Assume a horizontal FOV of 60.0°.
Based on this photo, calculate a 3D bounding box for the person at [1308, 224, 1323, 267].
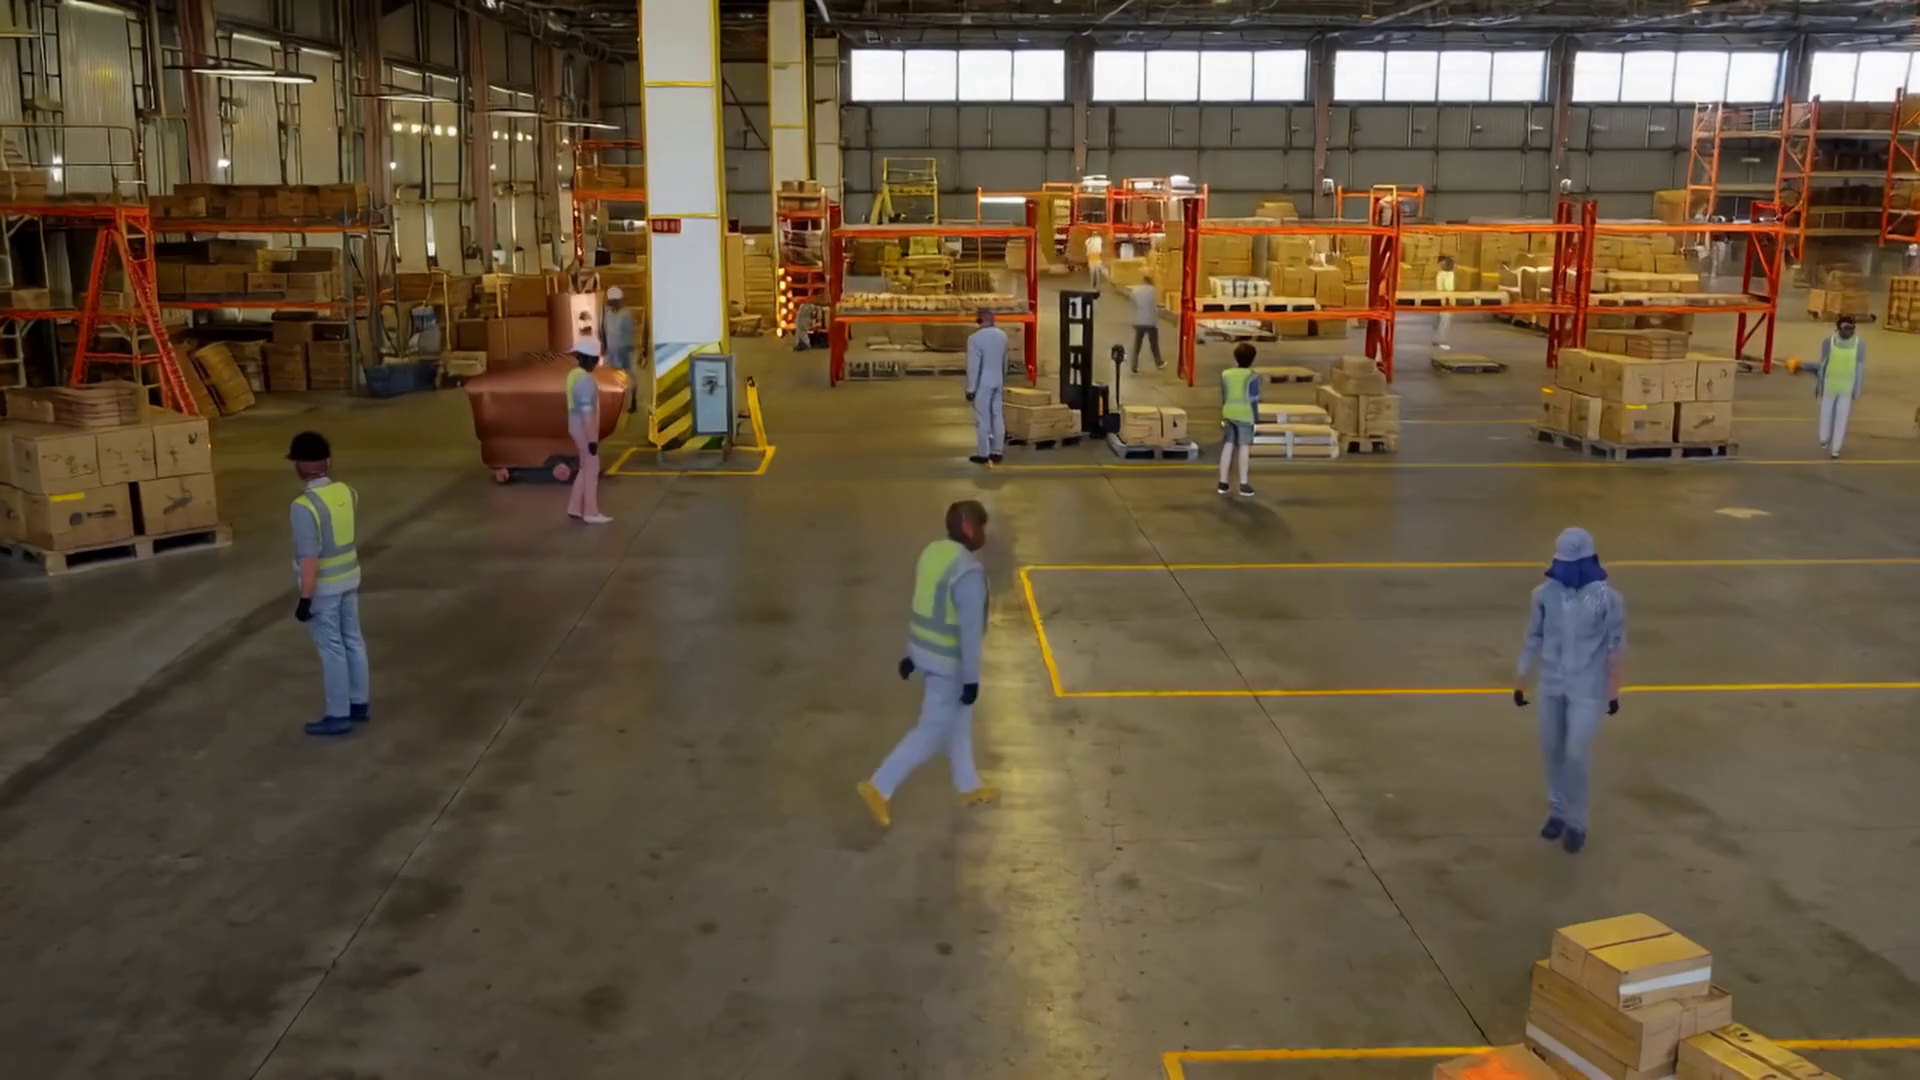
[{"bbox_3d":[11.562,-9.243,53.707,0.859,1.905,0.628,12,17,43],"label":"person"}]

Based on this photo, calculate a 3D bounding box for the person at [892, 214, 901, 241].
[{"bbox_3d":[-2.504,-11.993,66.063,0.439,1.927,0.656,-4,13,-17],"label":"person"}]

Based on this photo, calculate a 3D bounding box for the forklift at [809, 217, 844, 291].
[{"bbox_3d":[-4.375,-8.619,48.637,1.873,2.768,1.129,0,12,-2],"label":"forklift"}]

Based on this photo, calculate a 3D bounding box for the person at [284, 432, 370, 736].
[{"bbox_3d":[-4.039,0.278,10.587,0.406,1.948,0.605,2,13,9],"label":"person"}]

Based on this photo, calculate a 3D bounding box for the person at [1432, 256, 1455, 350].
[{"bbox_3d":[9.808,-4.816,33.763,0.435,1.866,0.621,-3,13,-11],"label":"person"}]

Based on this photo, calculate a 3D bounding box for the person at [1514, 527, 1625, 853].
[{"bbox_3d":[3.192,0.785,8.790,0.519,1.723,0.561,9,15,35],"label":"person"}]

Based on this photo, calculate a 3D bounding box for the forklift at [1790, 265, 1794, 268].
[{"bbox_3d":[31.510,-11.230,60.422,1.873,2.768,1.129,0,12,-2],"label":"forklift"}]

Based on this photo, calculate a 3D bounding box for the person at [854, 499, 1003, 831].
[{"bbox_3d":[-0.176,0.677,9.162,0.919,1.798,0.650,-6,14,-24],"label":"person"}]

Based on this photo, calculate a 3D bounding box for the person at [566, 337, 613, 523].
[{"bbox_3d":[-3.813,-1.098,16.887,0.467,1.912,0.595,-5,14,-23],"label":"person"}]

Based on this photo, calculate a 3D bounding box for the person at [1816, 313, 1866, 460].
[{"bbox_3d":[10.989,-1.918,20.777,0.512,1.835,0.406,6,14,26],"label":"person"}]

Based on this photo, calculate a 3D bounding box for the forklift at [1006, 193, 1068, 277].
[{"bbox_3d":[2.577,-10.280,56.133,1.873,2.768,1.129,-7,14,-29],"label":"forklift"}]

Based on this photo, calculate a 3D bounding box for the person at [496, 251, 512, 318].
[{"bbox_3d":[-11.212,-6.261,40.838,0.319,1.631,0.525,-10,16,-39],"label":"person"}]

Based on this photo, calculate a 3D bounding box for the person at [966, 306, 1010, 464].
[{"bbox_3d":[0.326,-1.899,20.438,0.632,1.940,0.372,-12,17,-43],"label":"person"}]

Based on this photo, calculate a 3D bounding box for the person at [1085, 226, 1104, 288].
[{"bbox_3d":[4.168,-8.762,51.556,0.558,1.890,0.977,-1,13,-4],"label":"person"}]

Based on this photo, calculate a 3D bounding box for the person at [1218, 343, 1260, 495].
[{"bbox_3d":[3.120,-1.352,18.544,0.321,1.689,0.533,-11,16,-40],"label":"person"}]

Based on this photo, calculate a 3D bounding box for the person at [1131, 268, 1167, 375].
[{"bbox_3d":[3.331,-3.890,29.566,0.612,1.871,0.982,10,16,37],"label":"person"}]

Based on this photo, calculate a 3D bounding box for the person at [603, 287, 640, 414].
[{"bbox_3d":[-5.042,-2.751,24.392,0.564,1.883,0.990,6,14,24],"label":"person"}]

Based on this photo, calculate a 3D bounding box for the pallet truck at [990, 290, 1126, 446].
[{"bbox_3d":[1.257,-2.299,22.111,1.885,1.965,0.823,-9,15,-35],"label":"pallet truck"}]
